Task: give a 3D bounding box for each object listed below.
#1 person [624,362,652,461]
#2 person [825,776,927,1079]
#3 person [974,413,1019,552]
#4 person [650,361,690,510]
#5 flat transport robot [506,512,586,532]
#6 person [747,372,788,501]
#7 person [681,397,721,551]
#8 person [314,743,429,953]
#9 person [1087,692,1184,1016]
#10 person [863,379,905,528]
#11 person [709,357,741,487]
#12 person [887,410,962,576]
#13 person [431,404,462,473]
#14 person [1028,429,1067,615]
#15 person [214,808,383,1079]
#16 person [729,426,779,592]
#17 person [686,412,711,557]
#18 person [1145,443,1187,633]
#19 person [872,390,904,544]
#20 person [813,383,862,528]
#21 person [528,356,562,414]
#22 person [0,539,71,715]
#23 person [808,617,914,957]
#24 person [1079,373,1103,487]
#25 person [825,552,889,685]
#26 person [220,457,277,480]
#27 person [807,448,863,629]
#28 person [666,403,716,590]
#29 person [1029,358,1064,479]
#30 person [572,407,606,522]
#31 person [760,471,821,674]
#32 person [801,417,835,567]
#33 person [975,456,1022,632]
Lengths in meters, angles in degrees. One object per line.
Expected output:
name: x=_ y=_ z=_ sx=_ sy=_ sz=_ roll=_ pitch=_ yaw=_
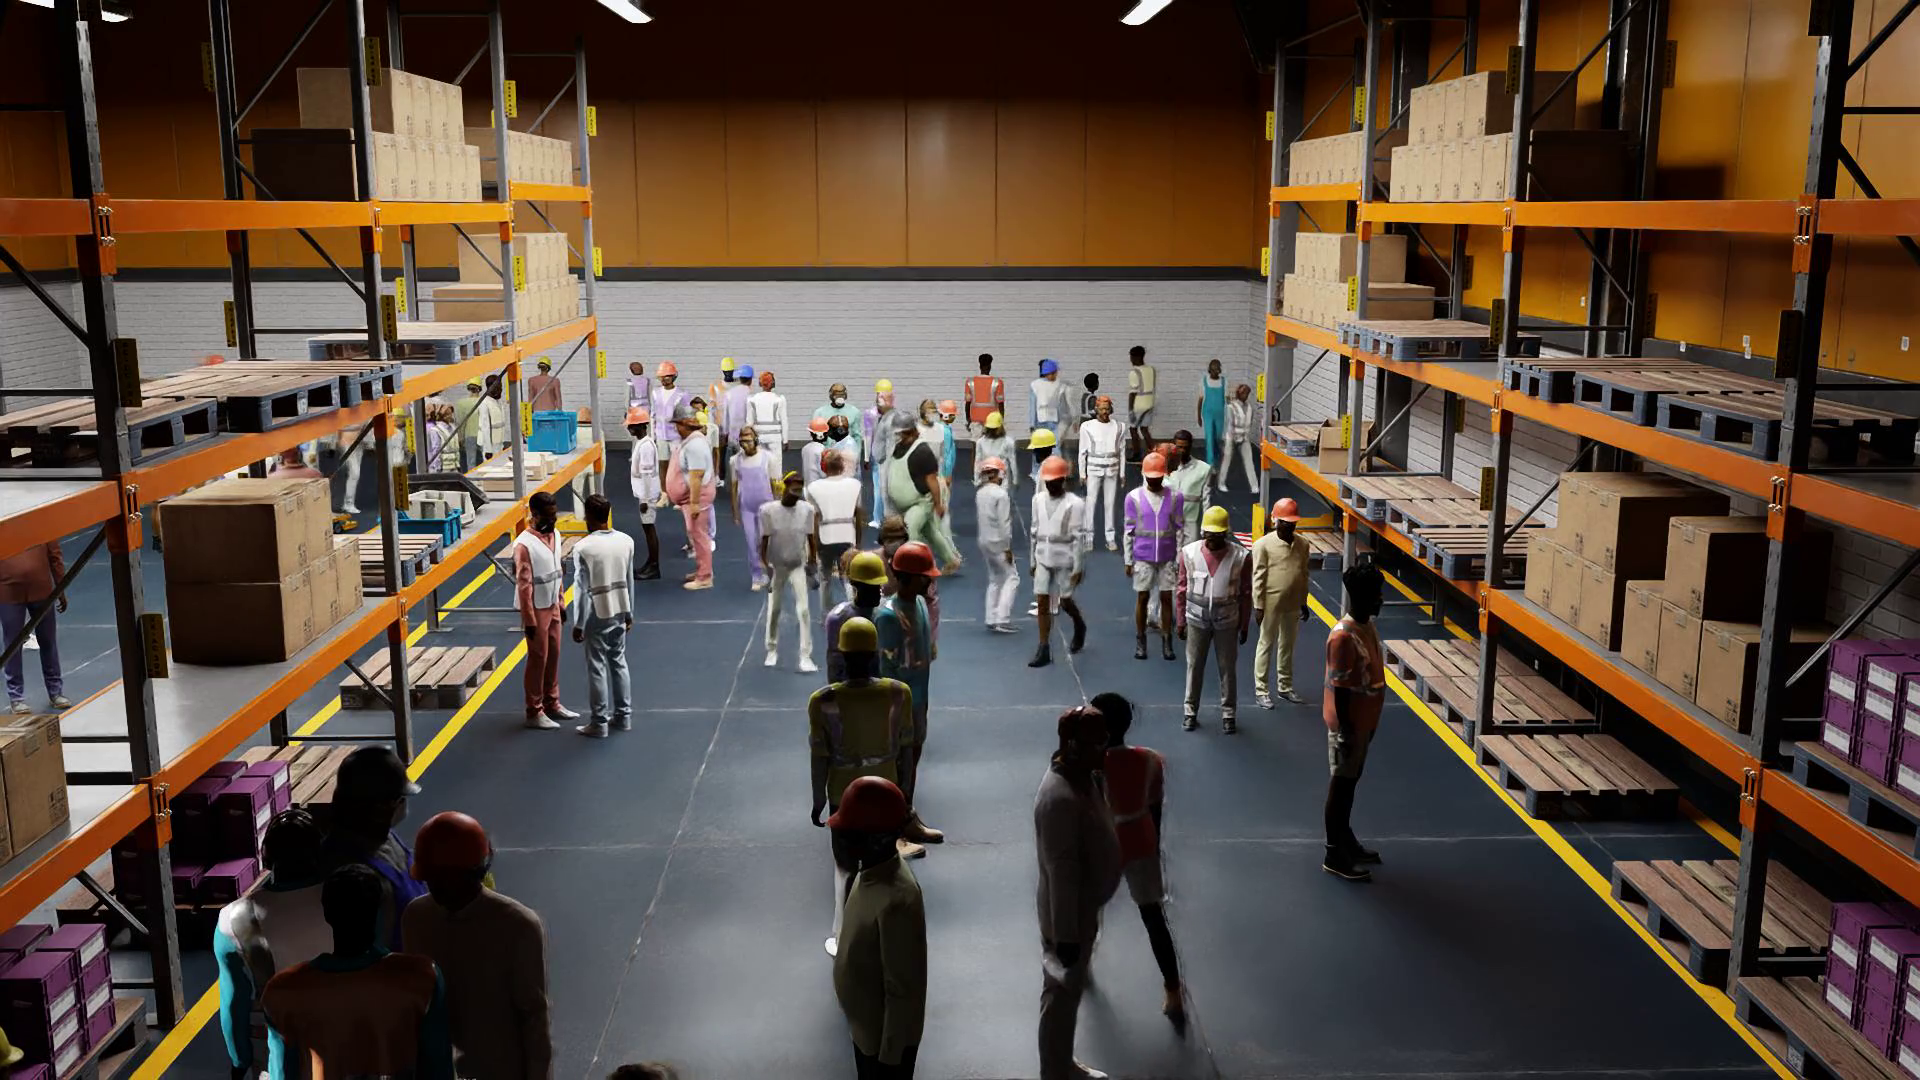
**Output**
person: x=-5.233 y=-2.088 z=27.120 sx=0.512 sy=1.637 sz=0.307 roll=-8 pitch=14 yaw=-36
person: x=-0.317 y=1.863 z=6.405 sx=0.383 sy=1.994 sz=0.613 roll=-3 pitch=12 yaw=-13
person: x=0.437 y=-0.712 z=20.110 sx=0.501 sy=1.682 sz=0.910 roll=5 pitch=12 yaw=24
person: x=-3.977 y=-1.424 z=22.769 sx=0.605 sy=2.044 sz=0.374 roll=4 pitch=12 yaw=20
flat transport robot: x=-5.432 y=-0.220 z=21.191 sx=1.431 sy=0.197 sz=0.652 roll=2 pitch=11 yaw=11
person: x=-2.646 y=-1.379 z=22.946 sx=0.574 sy=1.883 sz=0.360 roll=2 pitch=11 yaw=10
person: x=-3.139 y=-0.795 z=20.036 sx=0.521 sy=1.876 sz=0.325 roll=2 pitch=11 yaw=8
person: x=-2.311 y=1.785 z=6.681 sx=0.535 sy=2.000 sz=0.683 roll=-2 pitch=12 yaw=-12
person: x=0.853 y=1.608 z=8.605 sx=0.535 sy=1.638 sz=0.966 roll=-4 pitch=12 yaw=-20
person: x=-0.977 y=-1.114 z=21.504 sx=0.592 sy=1.926 sz=0.366 roll=-5 pitch=13 yaw=-25
person: x=-3.415 y=-1.744 z=24.662 sx=0.588 sy=1.927 sz=0.366 roll=-3 pitch=12 yaw=-15
person: x=-0.402 y=-0.509 z=18.182 sx=1.055 sy=2.000 sz=0.711 roll=-6 pitch=13 yaw=-27
person: x=-6.563 y=-0.926 z=21.286 sx=0.307 sy=1.639 sz=0.525 roll=3 pitch=12 yaw=14
person: x=0.888 y=-0.185 z=16.891 sx=0.413 sy=1.910 sz=0.614 roll=1 pitch=11 yaw=7
person: x=-2.529 y=1.929 z=6.461 sx=0.627 sy=1.844 sz=0.429 roll=-7 pitch=13 yaw=-31
person: x=-2.195 y=-0.327 z=17.832 sx=0.541 sy=1.819 sz=0.429 roll=1 pitch=11 yaw=5
person: x=-3.105 y=-0.650 z=19.685 sx=0.354 sy=1.731 sz=0.502 roll=-3 pitch=12 yaw=-16
person: x=2.037 y=-0.018 z=16.174 sx=0.572 sy=1.868 sz=0.580 roll=-2 pitch=11 yaw=-11
person: x=-0.829 y=-0.917 z=20.637 sx=0.514 sy=1.885 sz=0.733 roll=-2 pitch=11 yaw=-9
person: x=-1.551 y=-1.042 z=21.146 sx=0.630 sy=1.931 sz=0.376 roll=-4 pitch=12 yaw=-17
person: x=-6.673 y=-2.079 z=26.782 sx=0.535 sy=1.755 sz=0.342 roll=-1 pitch=11 yaw=-4
person: x=-7.616 y=0.441 z=13.563 sx=0.615 sy=1.987 sz=0.407 roll=-10 pitch=15 yaw=-42
person: x=-0.542 y=1.364 z=9.080 sx=0.587 sy=1.928 sz=0.363 roll=-4 pitch=12 yaw=-19
person: x=1.941 y=-1.633 z=24.686 sx=0.318 sy=1.697 sz=0.534 roll=-2 pitch=12 yaw=-12
person: x=-0.608 y=1.016 z=10.821 sx=0.388 sy=1.926 sz=0.590 roll=11 pitch=15 yaw=43
person: x=-7.408 y=-0.252 z=17.394 sx=0.567 sy=1.841 sz=0.377 roll=-3 pitch=12 yaw=-16
person: x=-1.184 y=0.025 z=16.062 sx=0.570 sy=1.823 sz=0.692 roll=-6 pitch=13 yaw=-27
person: x=-2.927 y=-0.493 z=18.102 sx=0.538 sy=2.000 sz=0.698 roll=-2 pitch=11 yaw=-11
person: x=1.324 y=-1.796 z=25.071 sx=0.598 sy=1.878 sz=0.940 roll=-5 pitch=12 yaw=-22
person: x=-4.739 y=-0.875 z=21.070 sx=0.517 sy=1.622 sz=0.284 roll=-6 pitch=13 yaw=-30
person: x=-1.496 y=0.282 z=14.802 sx=0.532 sy=1.819 sz=0.753 roll=-2 pitch=11 yaw=-8
person: x=-1.606 y=-0.537 z=19.045 sx=0.333 sy=1.753 sz=0.562 roll=-6 pitch=13 yaw=-29
person: x=0.381 y=0.049 z=16.219 sx=0.375 sy=1.715 sz=0.622 roll=-5 pitch=12 yaw=-22
